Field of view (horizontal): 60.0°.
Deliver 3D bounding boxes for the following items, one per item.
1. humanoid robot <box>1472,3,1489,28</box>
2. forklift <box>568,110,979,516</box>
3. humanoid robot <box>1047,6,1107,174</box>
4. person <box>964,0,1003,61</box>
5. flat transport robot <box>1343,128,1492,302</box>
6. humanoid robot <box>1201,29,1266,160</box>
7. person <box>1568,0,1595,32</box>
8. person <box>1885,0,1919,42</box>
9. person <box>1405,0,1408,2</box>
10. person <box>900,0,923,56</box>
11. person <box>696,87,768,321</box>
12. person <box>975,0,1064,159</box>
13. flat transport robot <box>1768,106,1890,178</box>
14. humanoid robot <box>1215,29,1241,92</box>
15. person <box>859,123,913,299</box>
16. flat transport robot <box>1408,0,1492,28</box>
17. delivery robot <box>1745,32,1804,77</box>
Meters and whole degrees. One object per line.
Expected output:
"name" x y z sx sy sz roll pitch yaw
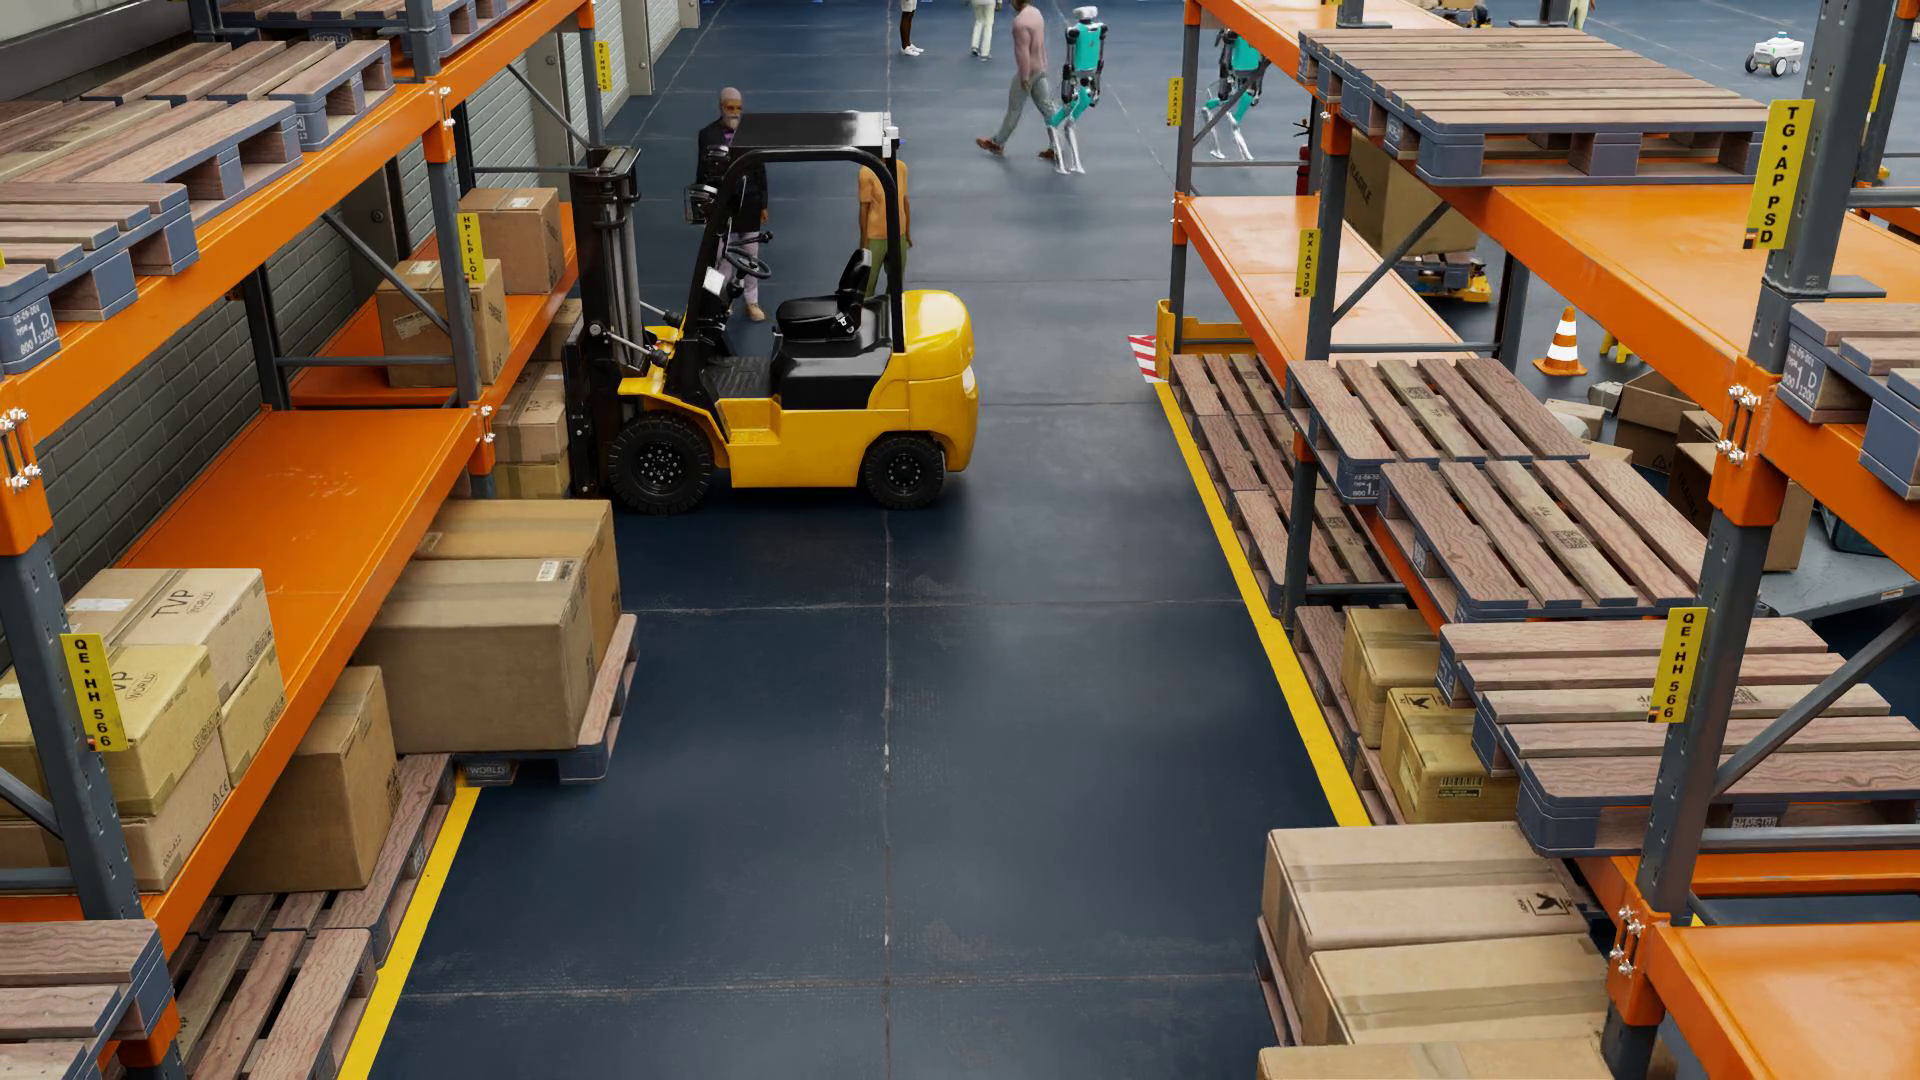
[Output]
"humanoid robot" 5.677 -5.110 18.487 0.600 1.653 0.353 -4 26 -9
"forklift" -1.043 -1.379 9.976 2.313 2.155 1.214 -1 25 -2
"humanoid robot" 1.166 -4.761 17.679 0.536 1.801 0.688 -20 32 -35
"person" 0.355 -7.956 24.447 0.590 1.719 0.488 11 27 21
"flat transport robot" 3.701 -2.212 13.989 1.431 0.231 0.659 4 26 9
"humanoid robot" 2.927 -4.858 17.878 0.531 1.711 1.048 -9 27 -19
"person" 8.791 -7.717 23.748 0.521 1.893 0.401 1 25 3
"person" 14.835 -8.671 25.953 0.627 1.733 0.546 21 33 38
"person" 6.678 -8.323 25.084 0.372 1.842 0.568 5 26 11
"person" -0.754 -8.221 24.805 0.373 1.900 0.542 5 26 10
"person" -1.777 -2.603 12.989 0.562 1.840 0.390 -9 27 -17
"person" 0.714 -5.164 18.357 1.034 1.867 0.678 13 28 25
"flat transport robot" 9.160 -4.081 17.946 1.431 0.231 0.659 3 25 6
"humanoid robot" 3.625 -6.684 21.816 0.588 1.644 0.349 -19 31 -34
"person" -0.540 -2.244 12.372 0.445 1.712 0.385 -18 31 -33
"flat transport robot" 7.921 -8.450 27.198 1.431 0.231 0.659 10 27 20
"delivery robot" 11.541 -6.850 23.497 0.811 0.614 0.499 -14 29 -28
